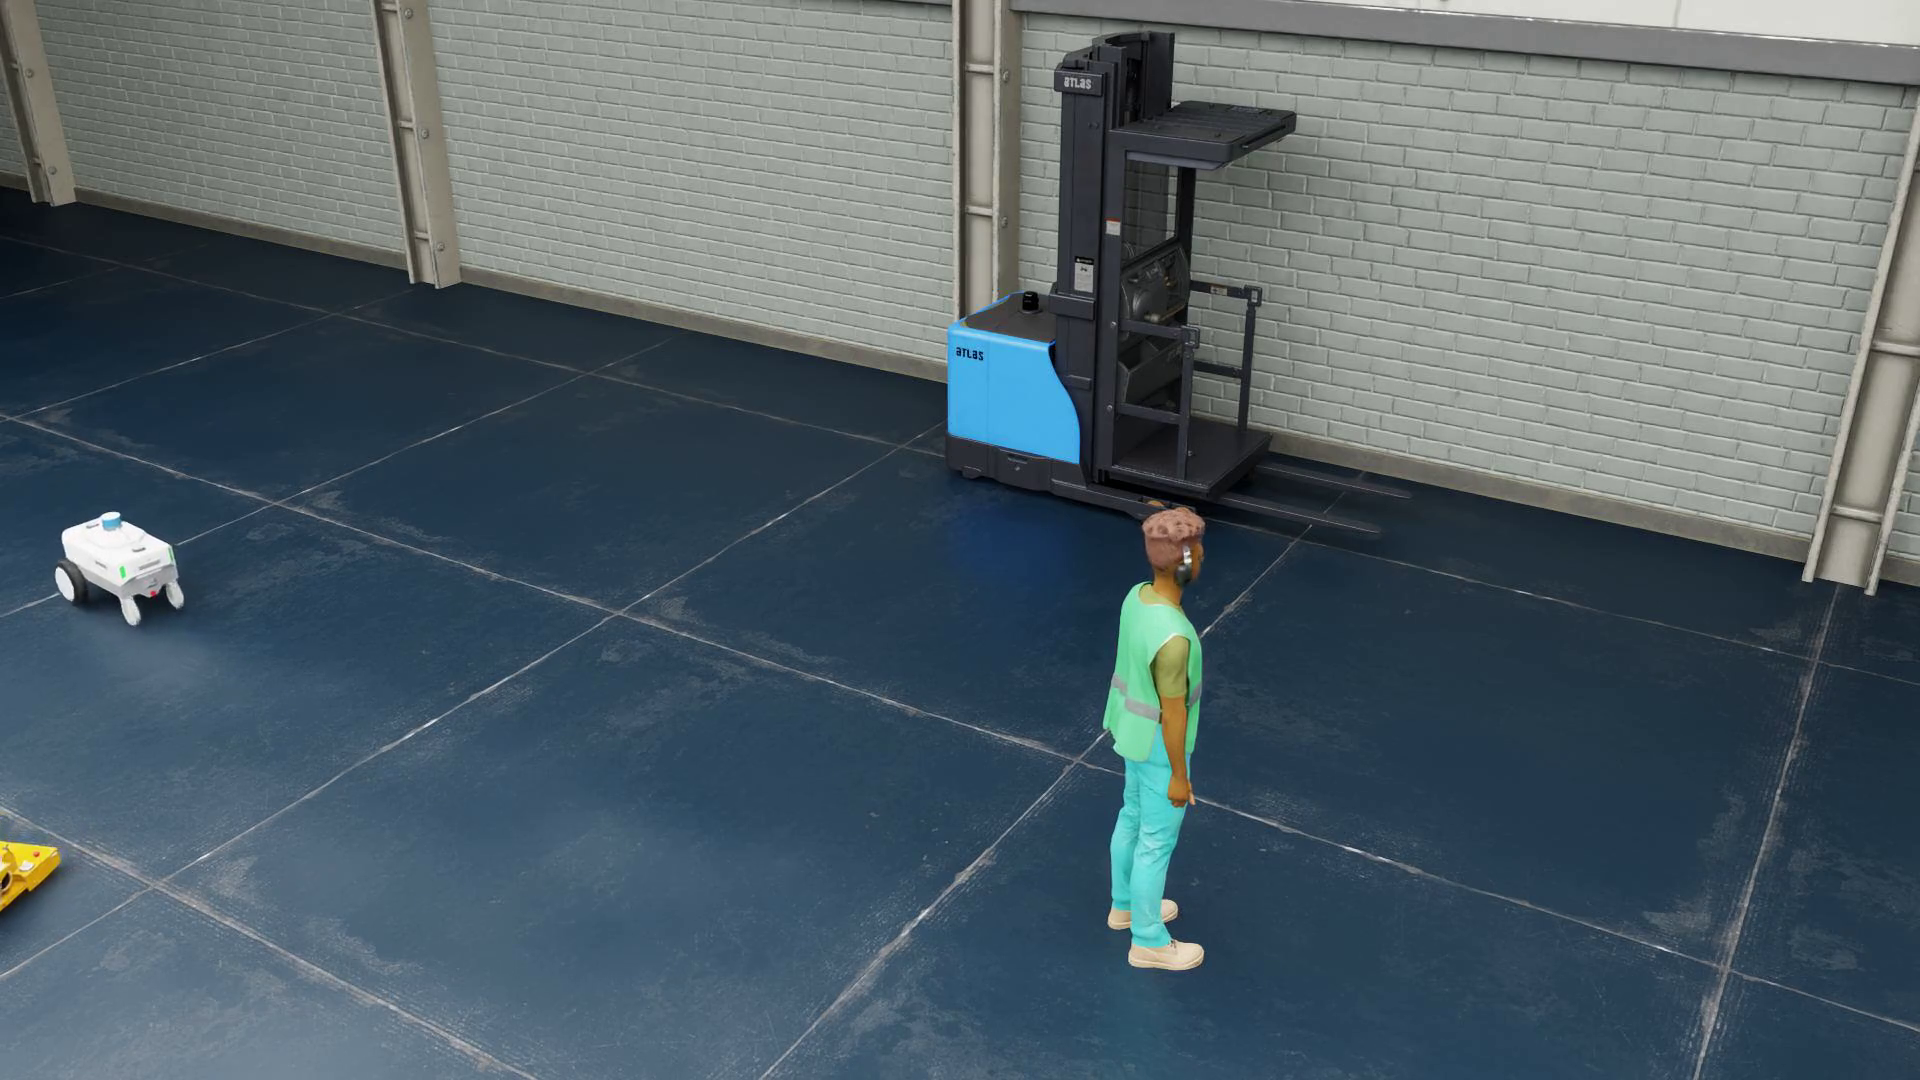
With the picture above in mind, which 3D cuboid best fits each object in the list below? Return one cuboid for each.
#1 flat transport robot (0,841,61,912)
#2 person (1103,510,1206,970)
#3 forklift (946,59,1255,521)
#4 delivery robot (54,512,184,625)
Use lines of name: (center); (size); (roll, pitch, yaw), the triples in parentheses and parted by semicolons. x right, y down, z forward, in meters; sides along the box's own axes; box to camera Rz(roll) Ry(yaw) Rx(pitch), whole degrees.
flat transport robot: (-4.448, 1.639, 6.791); (0.659, 0.231, 1.431); (4, 26, 9)
person: (0.776, 0.798, 6.573); (0.396, 1.978, 0.489); (-5, 26, -11)
forklift: (0.933, -1.707, 10.833); (1.873, 2.768, 1.129); (15, 29, 28)
delivery robot: (-4.886, 0.132, 9.666); (0.810, 0.612, 0.499); (18, 31, 33)
